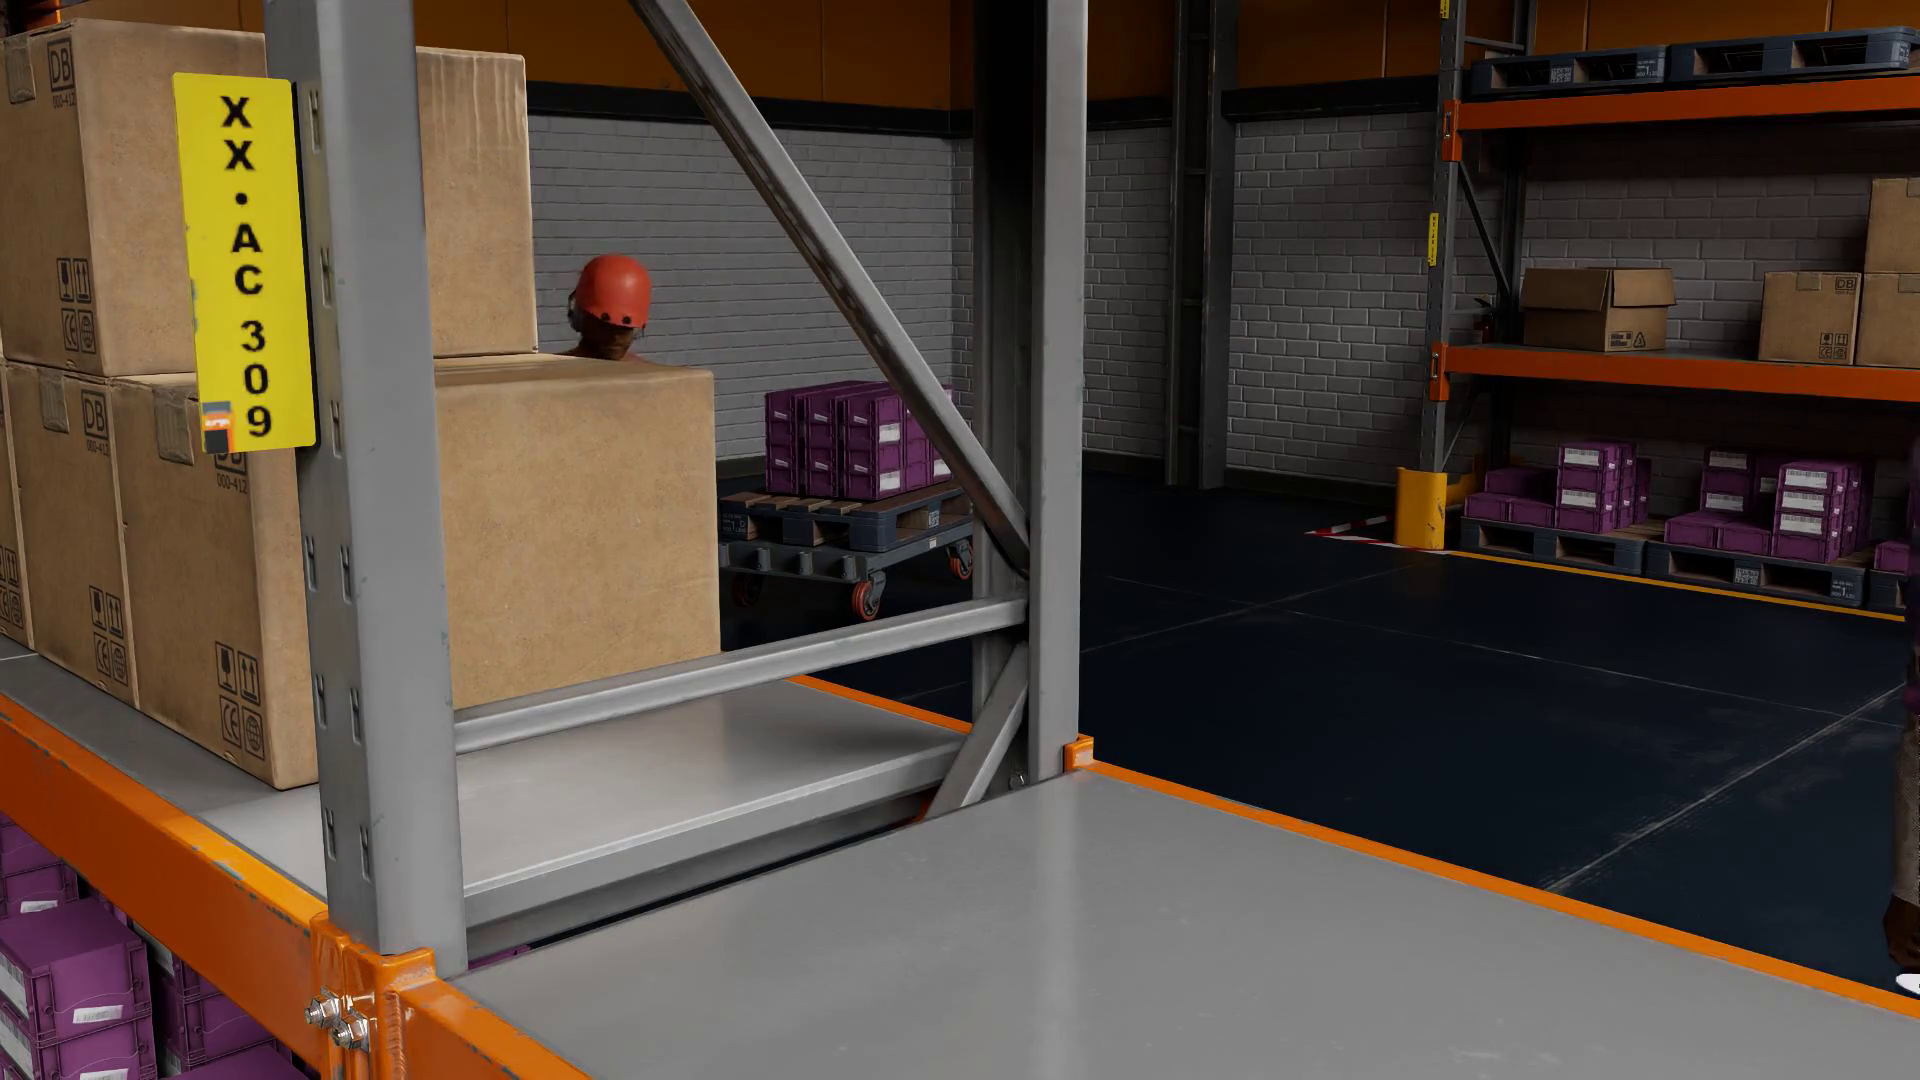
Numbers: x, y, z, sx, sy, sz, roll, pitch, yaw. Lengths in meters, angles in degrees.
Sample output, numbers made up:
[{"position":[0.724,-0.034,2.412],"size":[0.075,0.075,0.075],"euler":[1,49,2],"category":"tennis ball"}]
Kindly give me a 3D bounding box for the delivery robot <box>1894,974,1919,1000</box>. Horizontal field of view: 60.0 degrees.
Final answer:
[{"position":[1.894,1.107,3.305],"size":[0.707,0.478,0.477],"euler":[8,13,37],"category":"delivery robot"}]

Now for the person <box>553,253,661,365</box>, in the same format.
[{"position":[-1.165,0.069,5.350],"size":[0.654,1.965,0.445],"euler":[-3,11,-15],"category":"person"}]

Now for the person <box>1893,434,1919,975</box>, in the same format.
[{"position":[2.417,0.346,3.735],"size":[0.796,2.013,0.614],"euler":[-6,12,-28],"category":"person"}]
